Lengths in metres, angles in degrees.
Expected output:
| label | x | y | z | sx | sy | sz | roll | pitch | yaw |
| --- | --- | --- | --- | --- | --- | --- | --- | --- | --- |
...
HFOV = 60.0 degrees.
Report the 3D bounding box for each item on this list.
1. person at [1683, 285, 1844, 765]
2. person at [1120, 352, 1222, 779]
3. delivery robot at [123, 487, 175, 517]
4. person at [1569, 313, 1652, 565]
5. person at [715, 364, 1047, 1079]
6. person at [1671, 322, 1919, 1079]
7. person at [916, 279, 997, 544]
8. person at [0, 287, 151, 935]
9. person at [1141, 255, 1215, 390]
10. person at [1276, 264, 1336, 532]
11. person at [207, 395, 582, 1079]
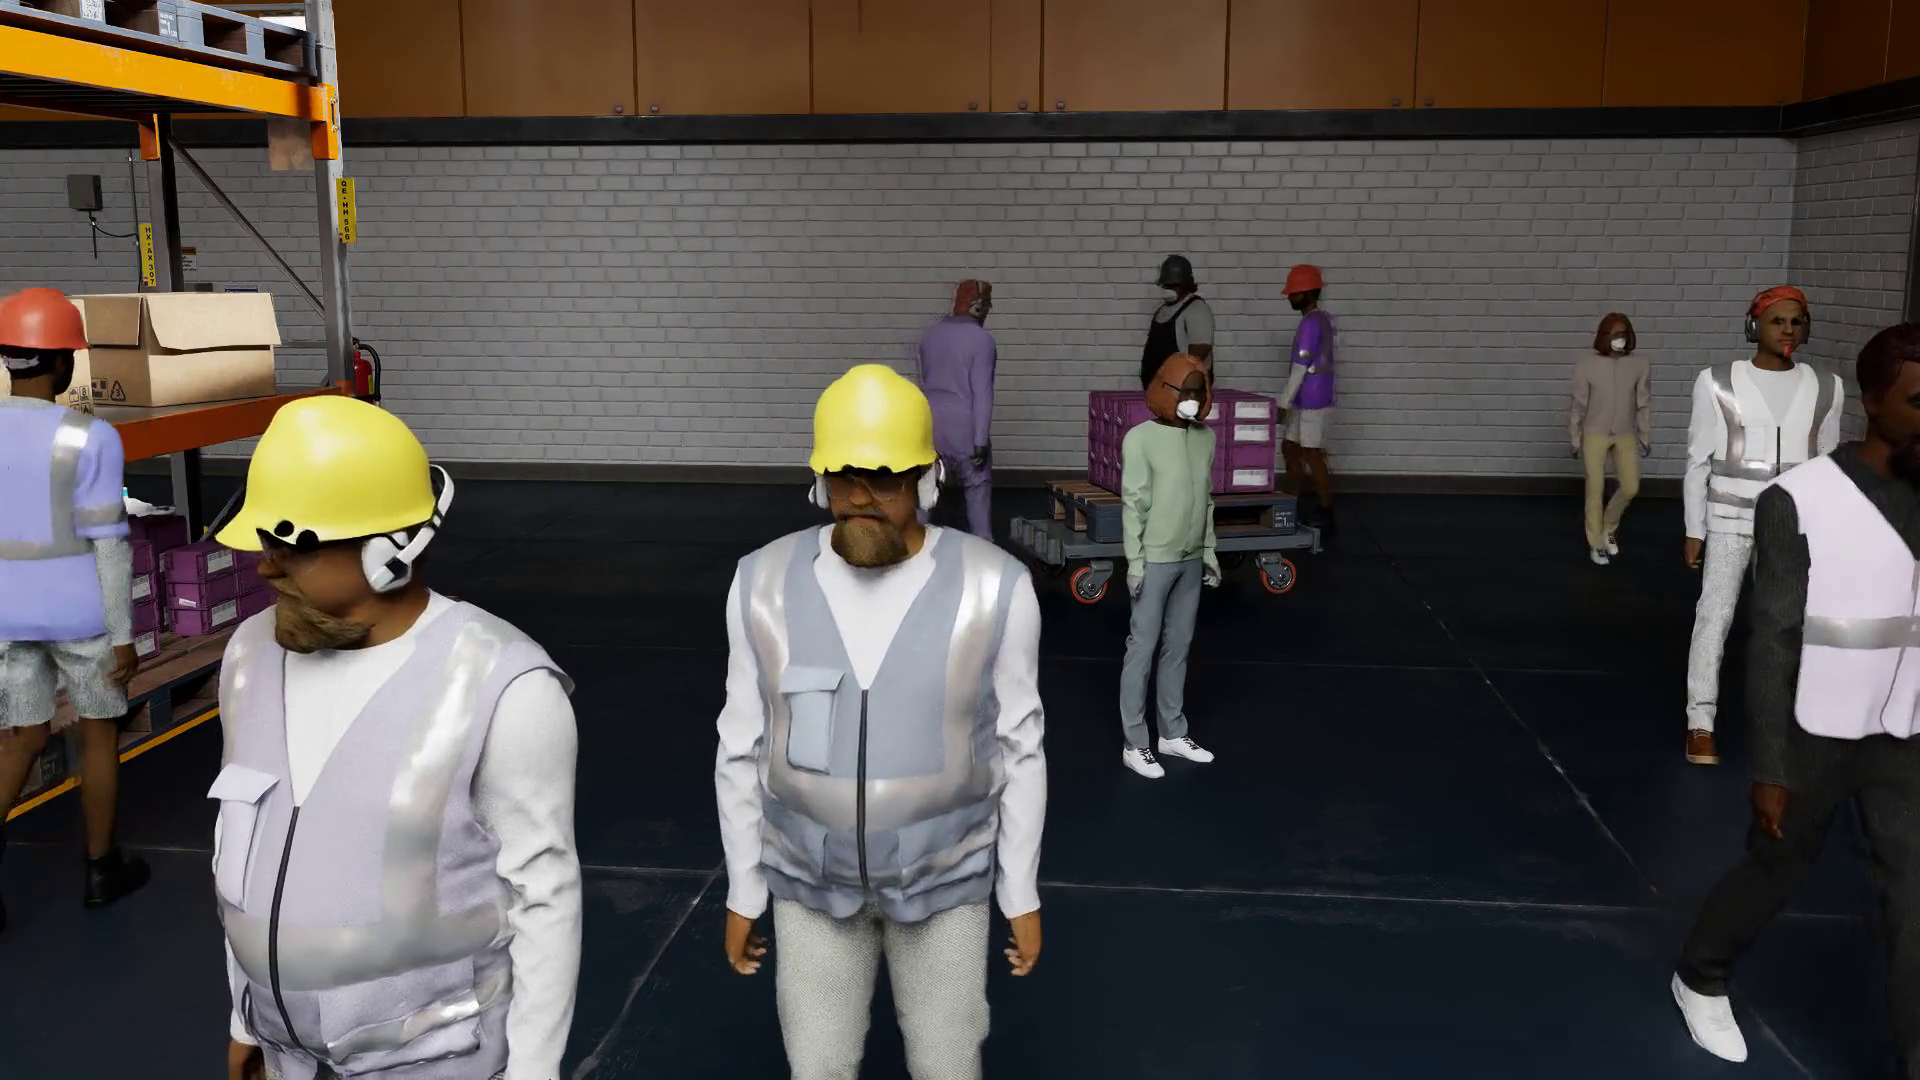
| label | x | y | z | sx | sy | sz | roll | pitch | yaw |
| --- | --- | --- | --- | --- | --- | --- | --- | --- | --- |
| person | 3.128 | -0.045 | 6.518 | 0.573 | 1.885 | 0.356 | 1 | 10 | 5 |
| person | 0.821 | 0.090 | 6.459 | 0.498 | 1.633 | 0.278 | -8 | 13 | -40 |
| delivery robot | -5.188 | -0.085 | 10.283 | 0.707 | 0.478 | 0.477 | -1 | 10 | -5 |
| person | 4.181 | -0.646 | 10.694 | 0.530 | 1.620 | 0.353 | 1 | 10 | 4 |
| person | -0.147 | 0.594 | 3.020 | 0.600 | 1.831 | 0.403 | 1 | 10 | 6 |
| person | 2.032 | 0.433 | 3.825 | 0.606 | 1.873 | 0.994 | -2 | 10 | -10 |
| person | -0.043 | -0.676 | 10.267 | 0.663 | 1.850 | 0.969 | 9 | 14 | 43 |
| person | -2.709 | 0.225 | 4.883 | 0.554 | 1.916 | 0.696 | 0 | 10 | 2 |
| person | 1.595 | -1.188 | 12.612 | 0.534 | 2.000 | 0.873 | -4 | 11 | -21 |
| person | 2.429 | -0.996 | 11.874 | 0.618 | 1.912 | 0.555 | 2 | 10 | 12 |
| person | -0.834 | 0.701 | 2.411 | 0.588 | 1.827 | 0.404 | 4 | 11 | 21 |
